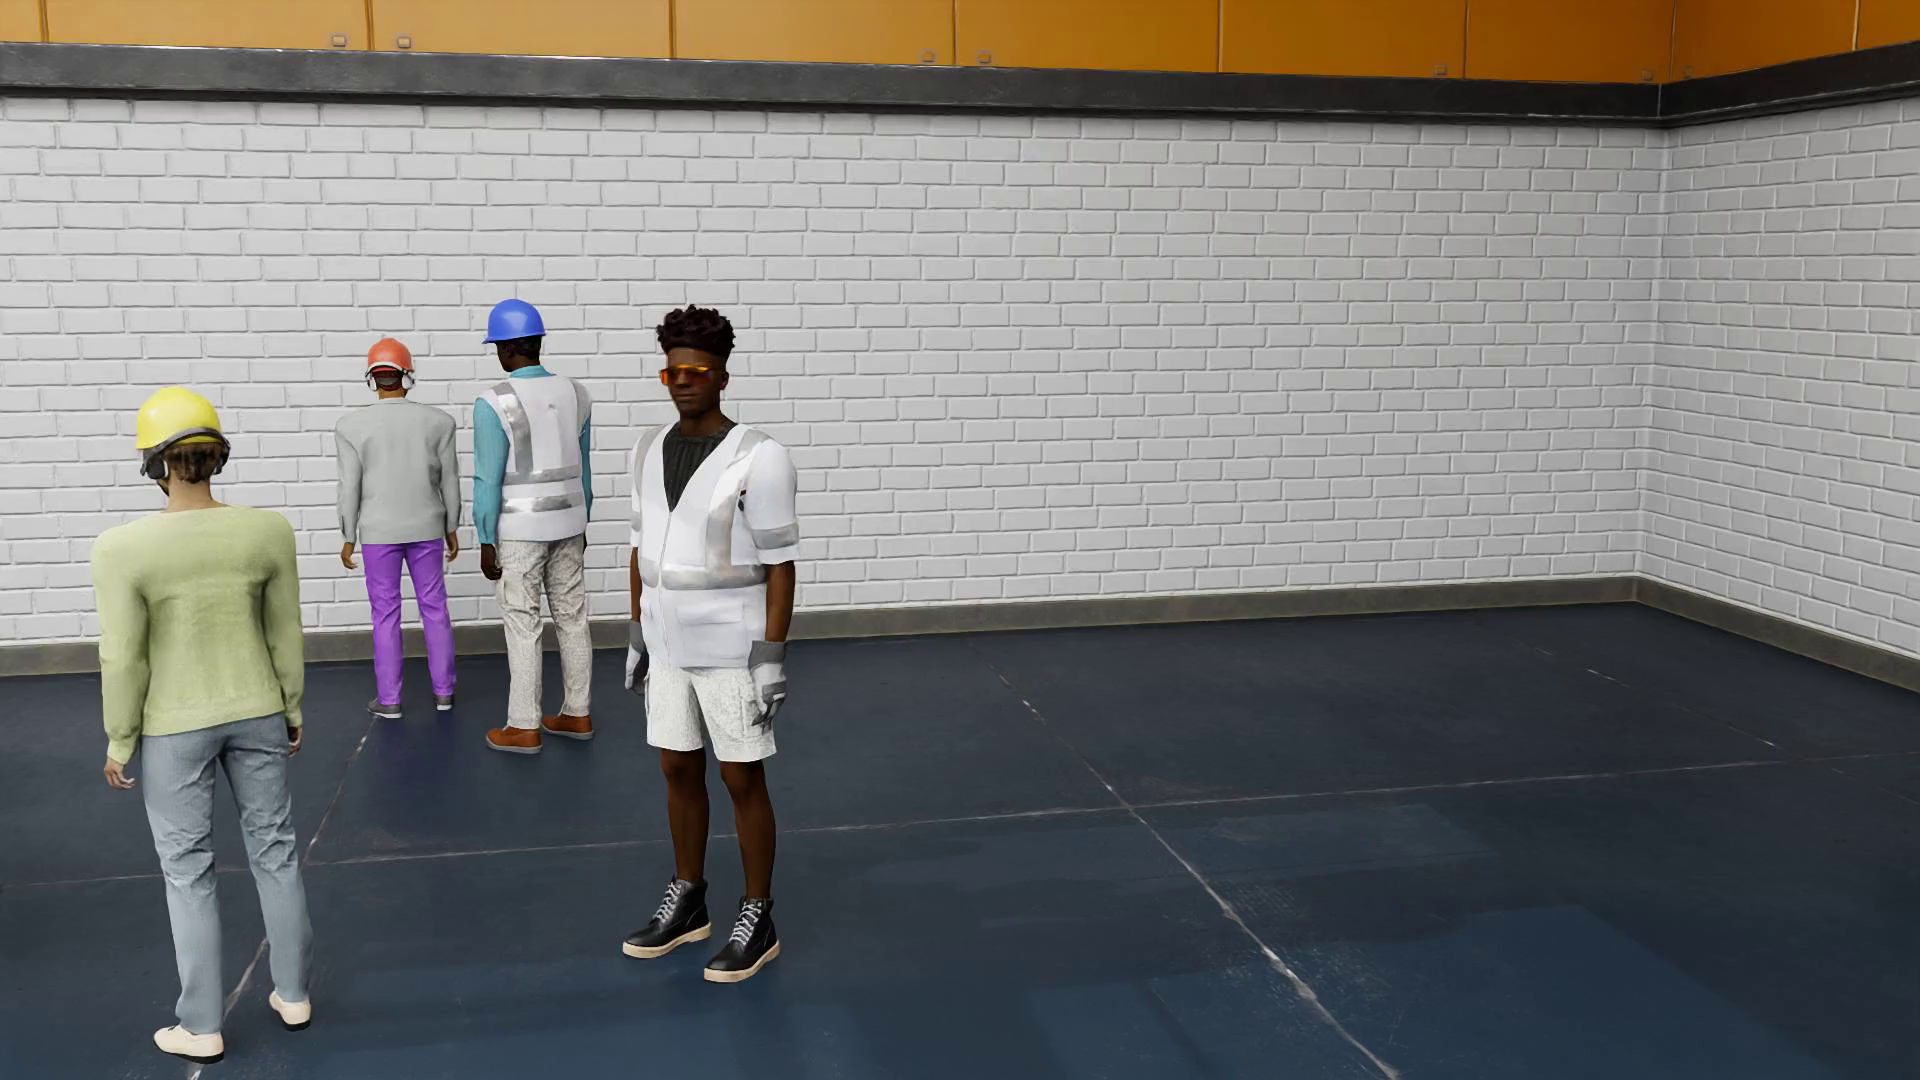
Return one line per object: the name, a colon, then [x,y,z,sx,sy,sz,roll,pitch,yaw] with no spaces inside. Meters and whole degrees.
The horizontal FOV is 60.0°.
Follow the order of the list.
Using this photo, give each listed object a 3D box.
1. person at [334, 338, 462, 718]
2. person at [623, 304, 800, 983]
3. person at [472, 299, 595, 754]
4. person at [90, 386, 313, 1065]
person: [-2.598,-0.057,7.708,0.567,1.746,0.340,-6,11,-33]
person: [-0.751,0.299,4.874,0.613,1.965,0.361,6,11,33]
person: [-1.831,-0.056,7.136,0.416,1.939,0.604,7,11,36]
person: [-1.988,0.481,4.383,0.331,1.767,0.529,9,13,43]
